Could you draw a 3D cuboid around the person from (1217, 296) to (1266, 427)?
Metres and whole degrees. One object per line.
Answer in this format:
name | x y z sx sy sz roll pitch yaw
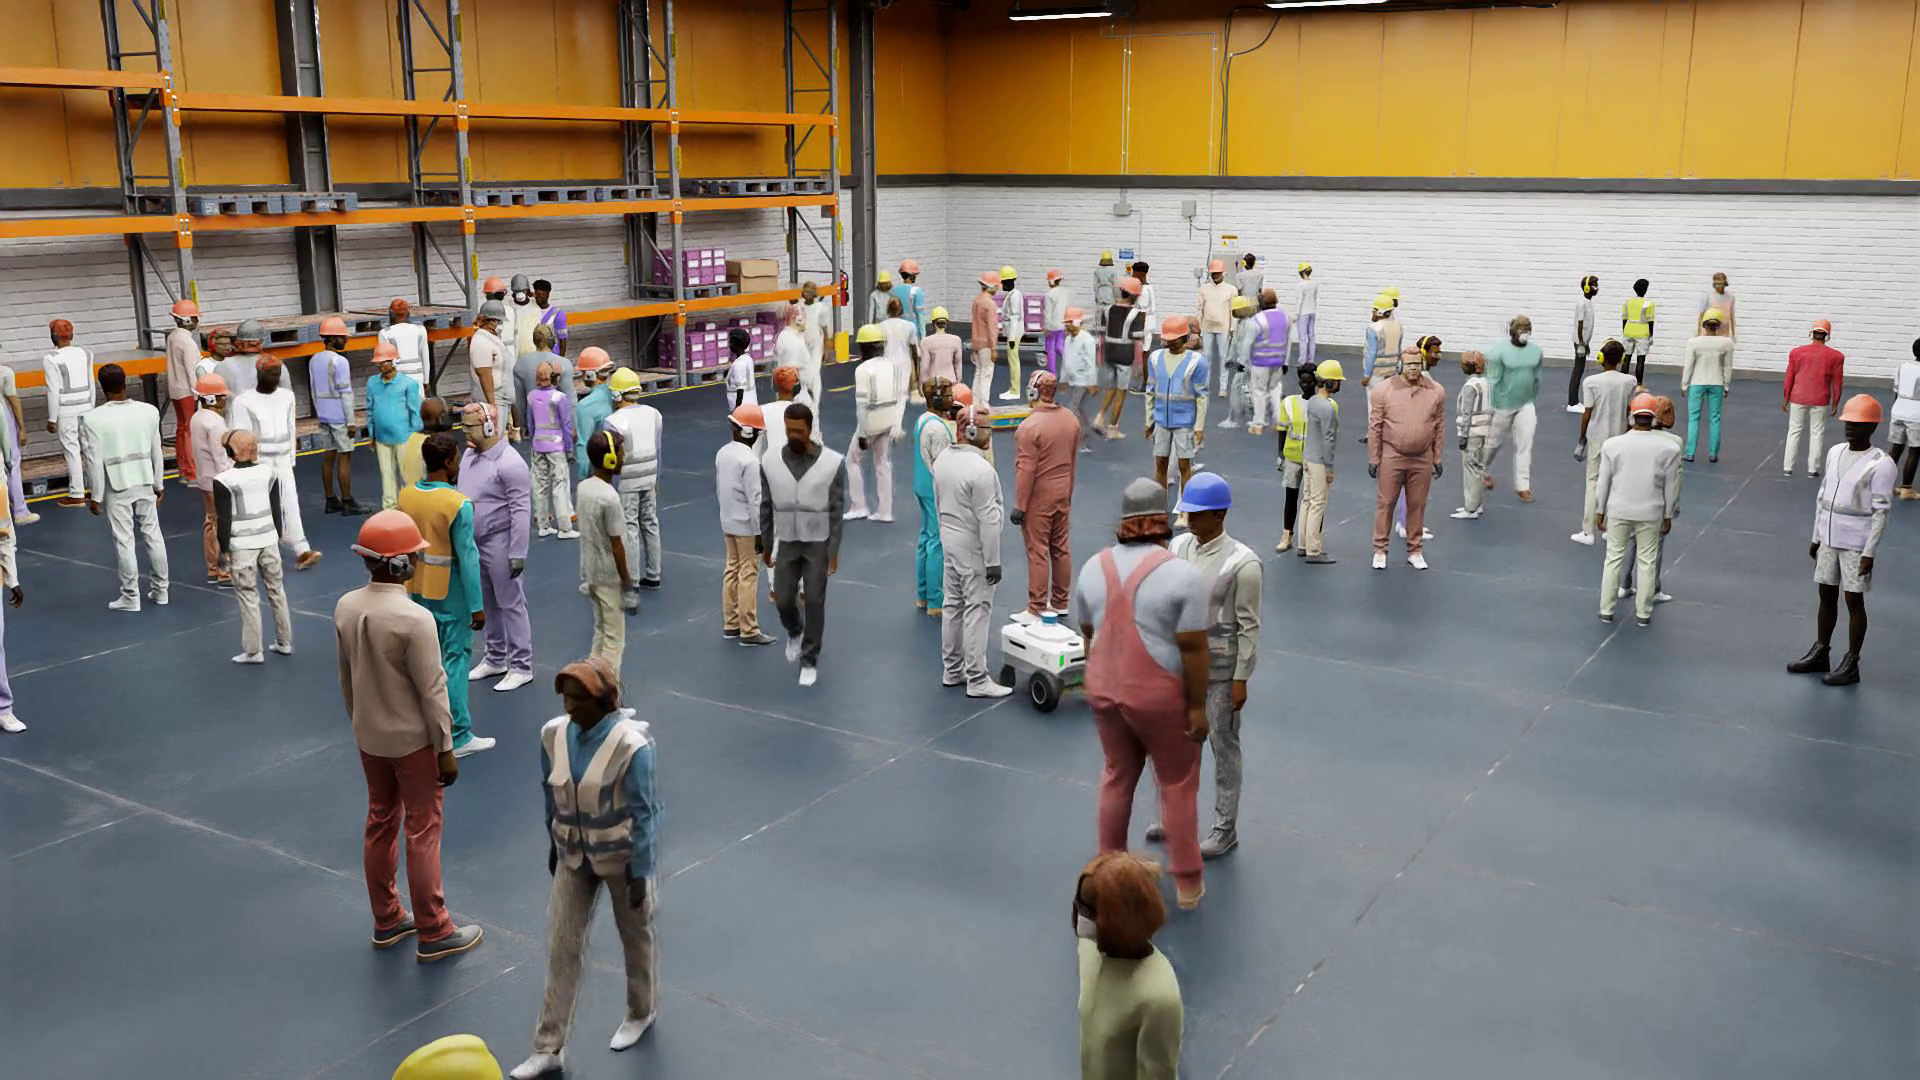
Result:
person | 3.648 -2.309 21.554 0.785 1.691 0.504 0 13 -2

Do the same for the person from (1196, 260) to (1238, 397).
person | 3.746 -3.095 24.333 0.612 1.995 0.382 6 14 23

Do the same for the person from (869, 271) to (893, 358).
person | -1.180 -3.398 26.263 0.489 1.717 0.756 1 13 6

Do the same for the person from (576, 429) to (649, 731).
person | -2.126 0.253 10.100 0.343 1.864 0.538 -8 15 -32

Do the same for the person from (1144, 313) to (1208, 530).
person | 2.006 -1.110 15.629 0.607 2.037 0.401 8 15 31

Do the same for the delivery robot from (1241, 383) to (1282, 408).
delivery robot | 4.080 -2.010 22.573 0.477 0.478 0.707 10 16 36

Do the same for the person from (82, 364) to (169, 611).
person | -6.416 -0.401 12.826 0.392 1.914 0.590 8 15 33

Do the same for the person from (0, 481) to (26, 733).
person | -5.928 0.260 9.930 0.373 1.923 0.595 11 17 40

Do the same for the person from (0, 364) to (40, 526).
person | -9.121 -1.046 15.774 0.508 1.846 0.345 0 13 1

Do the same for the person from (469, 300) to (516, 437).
person | -4.785 -1.481 17.232 0.535 2.000 0.674 -3 13 -11

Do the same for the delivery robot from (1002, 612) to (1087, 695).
delivery robot | 0.579 0.711 10.774 0.477 0.478 0.707 -8 15 -32

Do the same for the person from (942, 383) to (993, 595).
person | -0.011 -0.338 12.898 0.563 1.752 0.341 3 13 12

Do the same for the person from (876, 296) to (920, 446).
person | -0.782 -2.063 20.286 0.514 1.812 0.923 3 13 12

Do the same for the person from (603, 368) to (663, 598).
person | -2.620 -0.455 13.231 0.403 1.835 0.586 9 15 33

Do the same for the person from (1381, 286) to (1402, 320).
person | 5.747 -2.535 22.429 0.351 1.756 0.518 7 15 28

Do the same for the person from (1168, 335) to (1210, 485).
person | 2.412 -1.404 17.871 0.555 1.583 0.881 11 17 39

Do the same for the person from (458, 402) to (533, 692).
person | -3.084 0.042 10.920 0.648 1.907 0.401 12 17 41

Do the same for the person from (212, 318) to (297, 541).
person | -6.373 -0.999 15.140 0.689 2.000 0.539 -1 13 -6

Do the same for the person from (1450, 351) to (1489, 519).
person | 4.963 -1.020 16.137 0.318 1.630 0.513 7 15 27

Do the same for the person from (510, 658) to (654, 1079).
person | -1.422 1.256 6.278 0.541 1.606 0.758 5 14 22

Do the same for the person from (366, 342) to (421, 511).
person | -5.381 -1.001 15.776 0.564 1.751 0.330 3 13 14

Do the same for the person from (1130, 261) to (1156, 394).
person | 2.701 -3.141 24.623 0.385 1.957 0.603 3 13 12

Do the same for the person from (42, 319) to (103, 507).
person | -8.901 -1.270 16.665 0.355 1.883 0.575 4 14 16

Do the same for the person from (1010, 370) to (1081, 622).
person | 0.609 -0.320 12.485 0.406 1.911 0.638 12 17 41

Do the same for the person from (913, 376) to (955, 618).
person | -0.174 -0.327 12.658 0.339 1.842 0.514 -4 14 -18

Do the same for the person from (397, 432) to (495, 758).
person | -3.024 0.323 9.698 0.593 1.910 0.381 9 16 33

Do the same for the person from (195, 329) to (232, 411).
person | -7.154 -1.123 16.111 0.394 1.843 0.563 1 13 6

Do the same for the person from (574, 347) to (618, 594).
person | -2.864 -0.552 13.323 0.406 1.987 0.615 6 14 24

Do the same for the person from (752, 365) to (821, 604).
person | -1.334 -0.431 13.022 0.572 1.883 0.356 4 14 16

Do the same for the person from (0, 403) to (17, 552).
person | -8.542 -0.649 14.500 0.514 1.641 0.307 -10 16 -36

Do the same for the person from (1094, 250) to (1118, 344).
person | 2.738 -4.538 31.138 0.487 1.746 0.289 7 15 27

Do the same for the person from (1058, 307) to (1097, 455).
person | 1.357 -1.873 19.593 0.522 1.730 0.581 -6 14 -24

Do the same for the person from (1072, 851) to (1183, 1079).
person | 0.536 1.623 4.711 0.736 1.606 0.511 -6 14 -26

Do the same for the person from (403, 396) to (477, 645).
person | -3.656 -0.109 11.783 0.453 1.820 0.626 -13 18 -44

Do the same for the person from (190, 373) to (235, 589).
person | -6.024 -0.484 13.535 0.333 1.749 0.575 -11 17 -39

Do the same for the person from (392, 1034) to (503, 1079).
person | -1.030 1.845 3.430 0.339 1.761 0.524 -6 14 -23

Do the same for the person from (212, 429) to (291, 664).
person | -4.899 0.042 11.503 0.310 1.638 0.522 7 15 28

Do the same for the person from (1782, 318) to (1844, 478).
person | 9.318 -1.551 18.197 0.574 1.738 0.352 6 14 24

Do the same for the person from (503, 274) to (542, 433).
person | -5.451 -2.309 20.821 0.689 2.000 0.539 -4 13 -15

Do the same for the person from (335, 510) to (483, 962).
person | -2.417 0.850 7.221 0.612 1.995 0.378 8 15 30

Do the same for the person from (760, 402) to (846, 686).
person | -1.037 0.010 11.089 0.594 1.898 0.513 2 13 7

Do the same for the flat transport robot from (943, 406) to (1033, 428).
flat transport robot | 0.522 -1.583 21.549 1.431 0.197 0.652 -6 14 -25

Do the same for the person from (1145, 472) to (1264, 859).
person | 1.226 0.617 8.334 0.391 1.948 0.605 -11 17 -40
